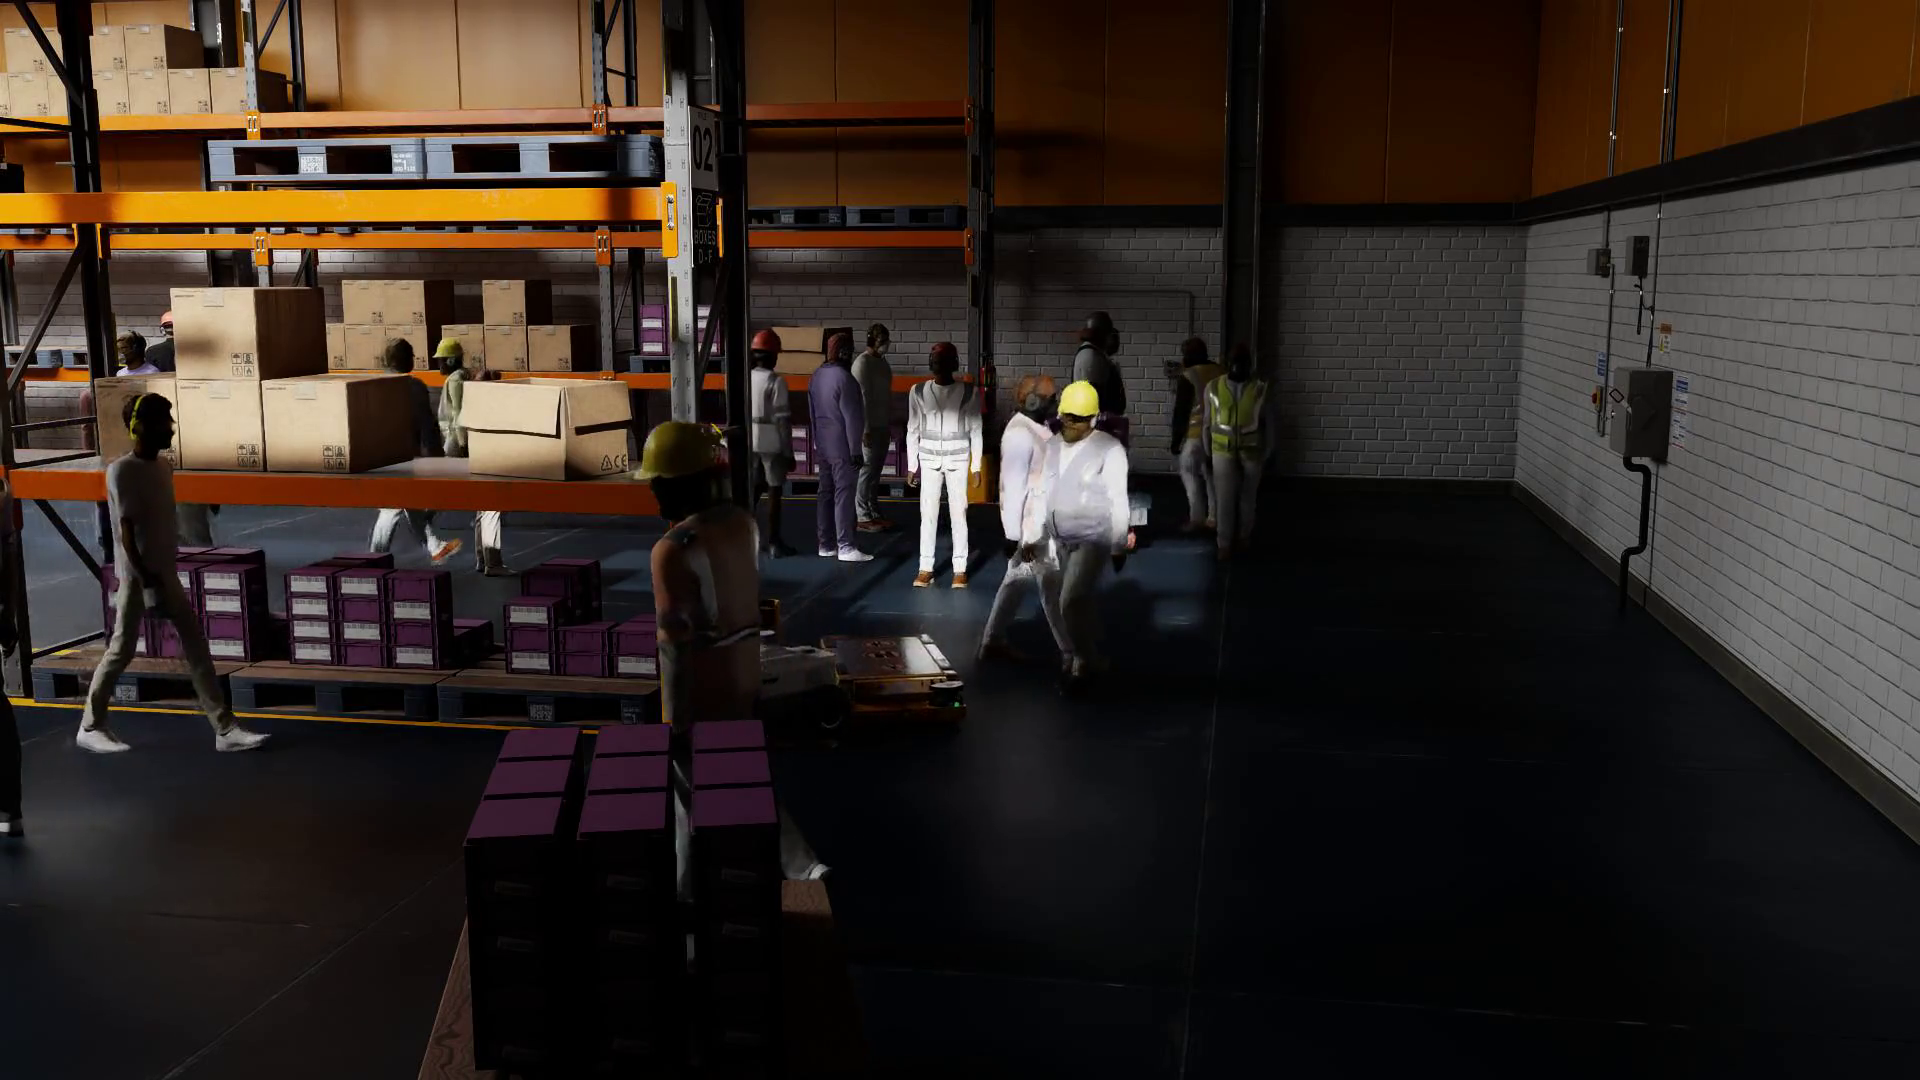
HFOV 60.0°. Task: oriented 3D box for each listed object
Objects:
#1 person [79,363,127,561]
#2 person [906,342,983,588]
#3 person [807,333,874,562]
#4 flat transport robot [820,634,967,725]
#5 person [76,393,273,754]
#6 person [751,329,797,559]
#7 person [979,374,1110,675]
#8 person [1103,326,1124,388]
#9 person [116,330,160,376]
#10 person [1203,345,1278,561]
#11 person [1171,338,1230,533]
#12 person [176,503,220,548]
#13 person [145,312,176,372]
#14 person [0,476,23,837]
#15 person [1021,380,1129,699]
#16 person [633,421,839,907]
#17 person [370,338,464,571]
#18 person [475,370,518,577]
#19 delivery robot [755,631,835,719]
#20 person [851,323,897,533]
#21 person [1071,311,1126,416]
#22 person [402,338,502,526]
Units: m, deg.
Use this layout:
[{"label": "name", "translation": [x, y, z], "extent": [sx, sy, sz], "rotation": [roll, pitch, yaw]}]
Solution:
[{"label": "person", "translation": [-7.079, -0.715, 13.965], "extent": [0.306, 1.772, 0.525], "rotation": [7, 12, 38]}, {"label": "person", "translation": [-0.119, -0.566, 12.683], "extent": [0.583, 1.882, 0.337], "rotation": [1, 9, 9]}, {"label": "person", "translation": [-0.989, -0.769, 13.889], "extent": [0.407, 1.903, 0.639], "rotation": [-7, 11, -36]}, {"label": "flat transport robot", "translation": [-0.411, 0.761, 9.435], "extent": [0.652, 0.197, 1.431], "rotation": [-2, 9, -10]}, {"label": "person", "translation": [-4.004, 0.186, 8.240], "extent": [0.996, 1.821, 0.517], "rotation": [2, 9, 11]}, {"label": "person", "translation": [-1.625, -0.800, 13.976], "extent": [0.553, 1.933, 0.393], "rotation": [7, 11, 35]}, {"label": "person", "translation": [0.485, -0.096, 10.063], "extent": [0.846, 1.811, 0.627], "rotation": [2, 9, 10]}, {"label": "person", "translation": [1.449, -1.235, 16.868], "extent": [0.594, 1.869, 0.599], "rotation": [-4, 10, -22]}, {"label": "person", "translation": [-6.731, -0.752, 13.666], "extent": [0.635, 1.939, 0.366], "rotation": [6, 11, 34]}, {"label": "person", "translation": [2.379, -0.759, 14.136], "extent": [0.633, 1.809, 0.915], "rotation": [2, 9, 13]}, {"label": "person", "translation": [2.269, -0.970, 15.444], "extent": [0.689, 1.812, 0.469], "rotation": [-7, 11, -35]}, {"label": "person", "translation": [-5.421, -0.289, 11.538], "extent": [0.905, 1.700, 0.504], "rotation": [1, 9, 7]}, {"label": "person", "translation": [-8.464, -1.473, 18.007], "extent": [0.612, 1.981, 0.409], "rotation": [-5, 11, -30]}, {"label": "person", "translation": [-4.196, 0.343, 6.907], "extent": [0.366, 1.926, 0.593], "rotation": [4, 10, 21]}, {"label": "person", "translation": [0.628, 0.000, 9.404], "extent": [0.527, 1.809, 0.636], "rotation": [-7, 11, -36]}, {"label": "person", "translation": [-0.823, 0.523, 5.868], "extent": [0.745, 1.902, 0.614], "rotation": [5, 10, 27]}, {"label": "person", "translation": [-4.370, -0.655, 13.218], "extent": [0.641, 1.879, 1.032], "rotation": [7, 11, 36]}, {"label": "person", "translation": [-3.728, -0.530, 13.211], "extent": [0.308, 1.639, 0.524], "rotation": [-5, 10, -28]}, {"label": "delivery robot", "translation": [-1.001, 0.711, 8.576], "extent": [0.707, 0.478, 0.477], "rotation": [-7, 12, -39]}, {"label": "person", "translation": [-0.799, -1.043, 15.492], "extent": [0.370, 1.934, 0.627], "rotation": [3, 10, 18]}, {"label": "person", "translation": [1.353, -1.222, 16.268], "extent": [0.535, 2.000, 0.691], "rotation": [0, 9, 3]}, {"label": "person", "translation": [-4.777, -0.989, 15.611], "extent": [0.917, 1.786, 0.614], "rotation": [0, 9, -2]}]
